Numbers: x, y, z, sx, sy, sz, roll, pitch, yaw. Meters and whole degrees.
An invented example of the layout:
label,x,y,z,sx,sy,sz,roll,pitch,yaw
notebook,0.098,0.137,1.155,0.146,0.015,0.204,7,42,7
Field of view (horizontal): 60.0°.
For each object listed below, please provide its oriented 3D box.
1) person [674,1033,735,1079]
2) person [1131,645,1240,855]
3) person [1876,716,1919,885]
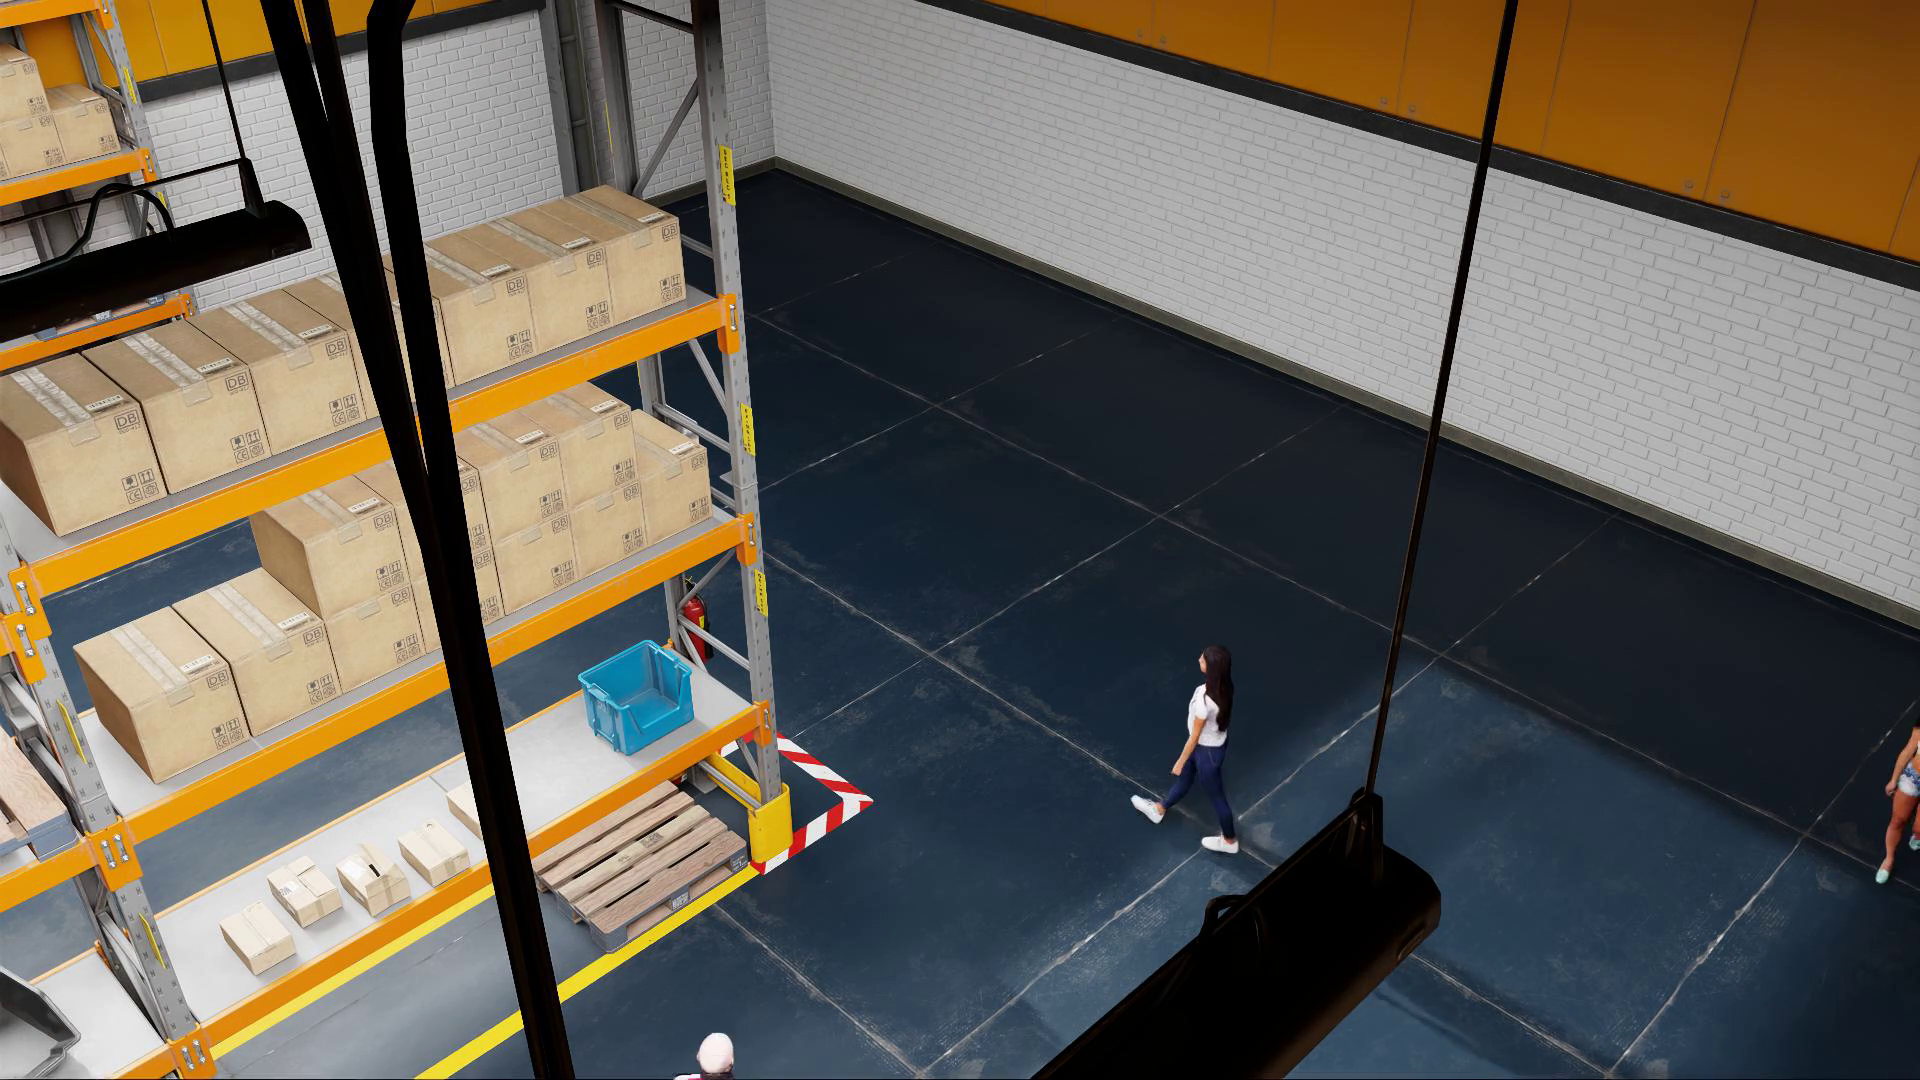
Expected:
label,x,y,z,sx,sy,sz,roll,pitch,yaw
person,-1.253,3.319,8.579,1.037,1.810,1.200,8,34,12
person,1.796,1.484,11.400,0.943,1.743,1.084,13,36,19
person,6.550,1.650,11.266,0.569,1.614,0.719,27,42,34
